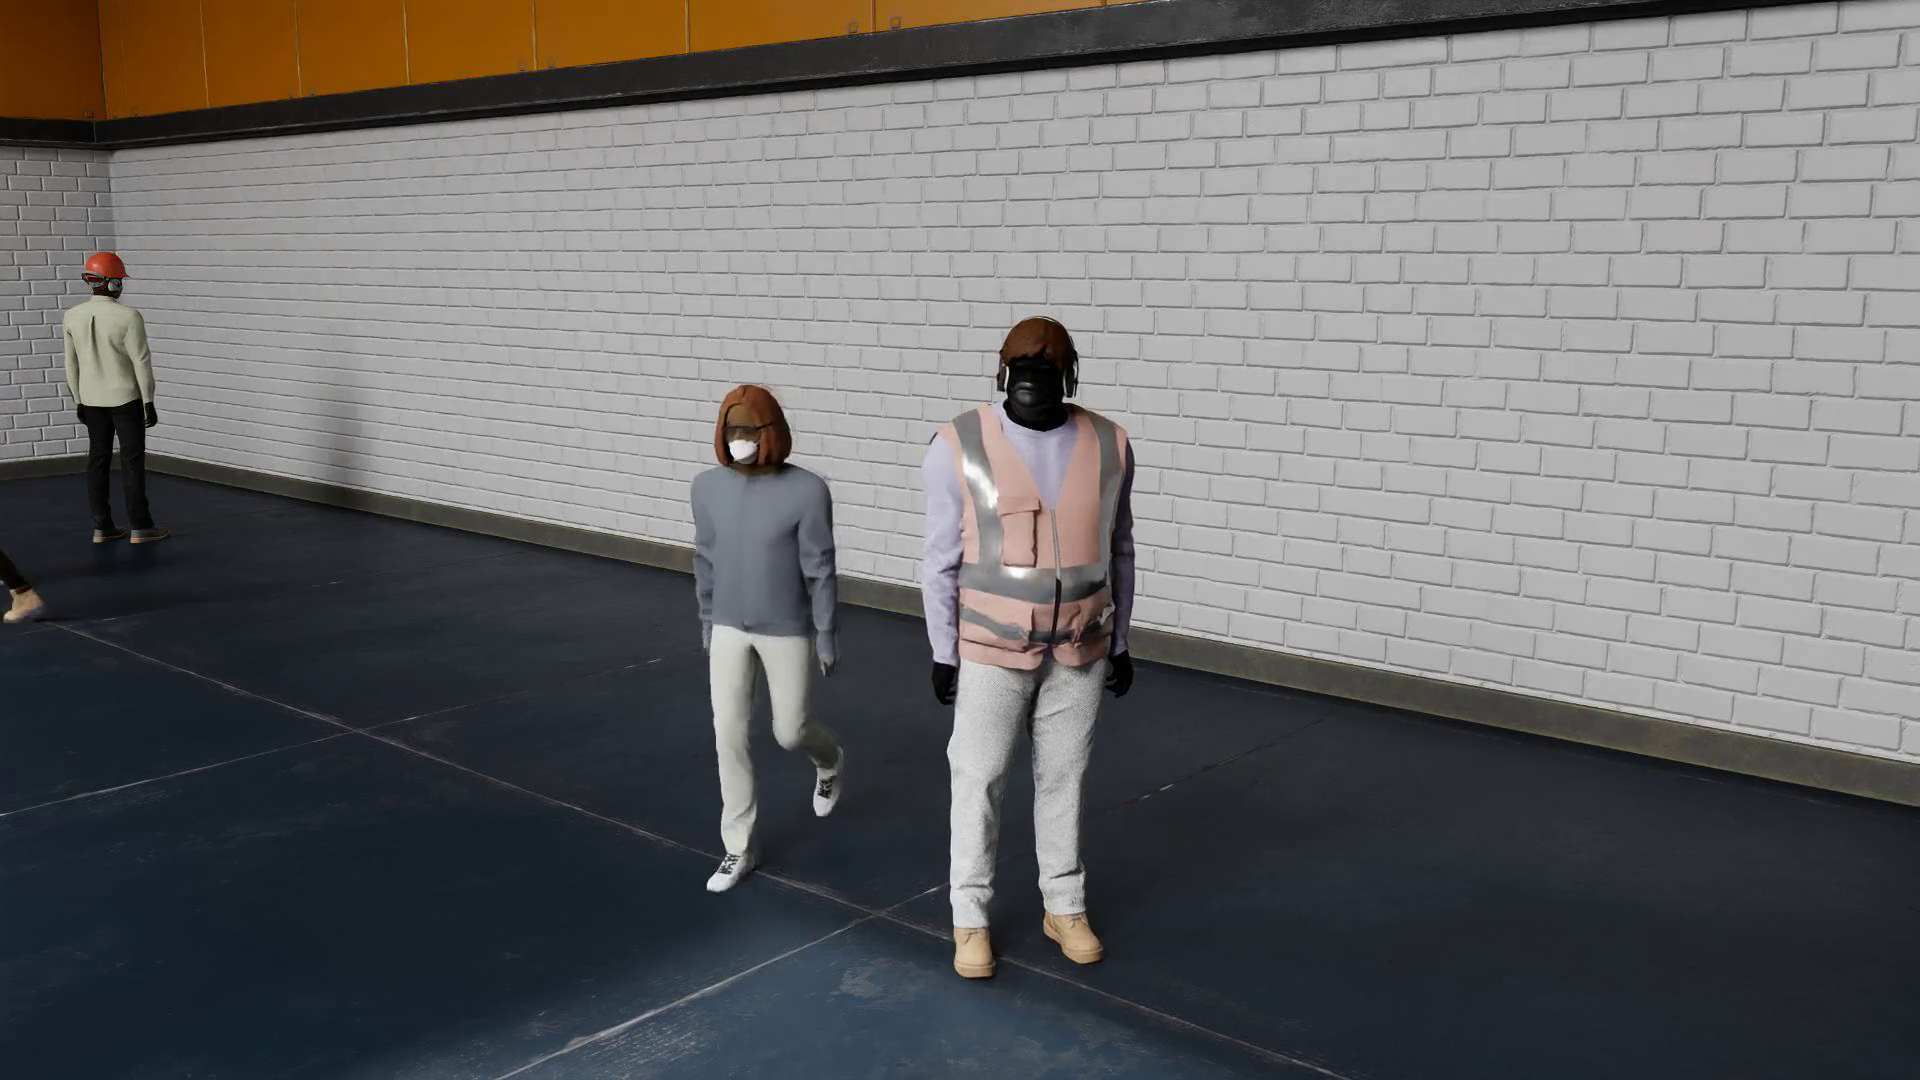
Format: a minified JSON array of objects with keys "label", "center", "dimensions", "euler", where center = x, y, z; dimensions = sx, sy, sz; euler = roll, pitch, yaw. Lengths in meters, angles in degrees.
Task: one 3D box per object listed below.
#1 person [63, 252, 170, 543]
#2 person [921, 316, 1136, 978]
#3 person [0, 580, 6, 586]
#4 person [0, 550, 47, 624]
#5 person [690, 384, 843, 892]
[{"label":"person","center":[-5.804,-0.968,11.422],"dimensions":[0.622,1.994,0.381],"euler":[2,10,9]},{"label":"person","center":[0.207,0.299,4.658],"dimensions":[0.624,1.840,0.430],"euler":[-3,10,-15]},{"label":"person","center":[-5.885,-0.498,9.752],"dimensions":[0.312,1.642,0.512],"euler":[1,10,4]},{"label":"person","center":[-5.369,-0.316,8.765],"dimensions":[0.934,1.628,0.536],"euler":[-4,11,-21]},{"label":"person","center":[-0.603,0.282,5.424],"dimensions":[0.505,1.610,0.656],"euler":[3,11,19]}]
